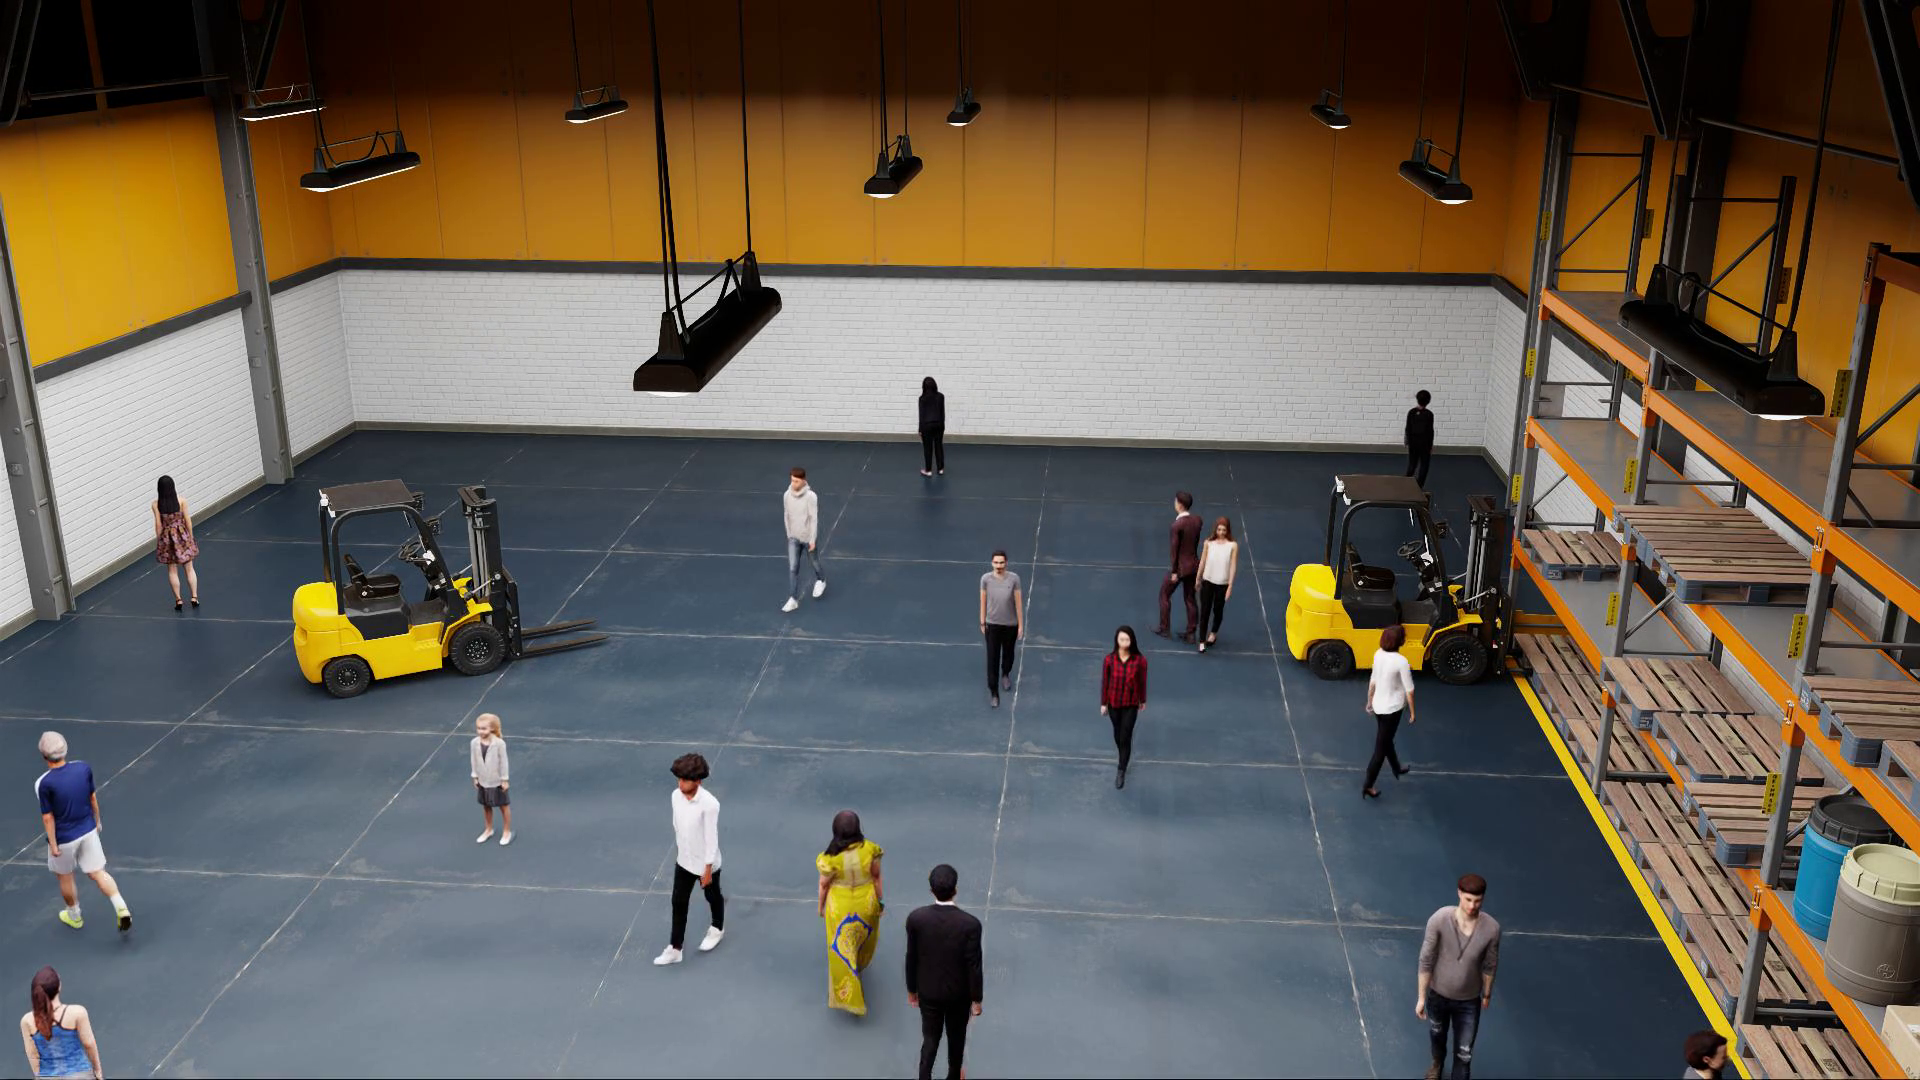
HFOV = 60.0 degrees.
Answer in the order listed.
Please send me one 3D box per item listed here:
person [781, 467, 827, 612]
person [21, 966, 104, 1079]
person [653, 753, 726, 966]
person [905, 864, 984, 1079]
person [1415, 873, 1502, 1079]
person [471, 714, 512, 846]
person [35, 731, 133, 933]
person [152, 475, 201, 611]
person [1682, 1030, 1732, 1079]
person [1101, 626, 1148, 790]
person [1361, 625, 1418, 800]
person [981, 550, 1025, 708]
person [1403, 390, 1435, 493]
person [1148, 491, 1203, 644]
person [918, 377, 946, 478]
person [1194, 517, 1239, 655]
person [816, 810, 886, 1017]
[{"bbox_3d":[-1.932,-0.049,21.164,0.913,1.814,1.312,7,20,21],"label":"person"},{"bbox_3d":[-5.838,3.541,10.847,0.743,1.596,0.951,-5,19,-14],"label":"person"},{"bbox_3d":[-2.073,2.540,13.531,0.910,1.779,1.091,10,21,27],"label":"person"},{"bbox_3d":[-0.132,3.164,11.547,0.793,1.864,1.013,5,19,13],"label":"person"},{"bbox_3d":[3.452,3.139,11.659,0.880,1.840,1.302,6,20,18],"label":"person"},{"bbox_3d":[-4.321,2.194,15.349,0.522,1.275,0.533,3,19,10],"label":"person"},{"bbox_3d":[-7.257,2.456,13.733,1.032,1.810,1.138,11,22,30],"label":"person"},{"bbox_3d":[-9.903,0.033,20.986,0.803,1.774,0.851,-11,22,-30],"label":"person"},{"bbox_3d":[4.410,3.730,10.018,0.709,1.767,0.525,5,19,15],"label":"person"},{"bbox_3d":[1.618,1.607,16.561,0.646,1.614,1.073,3,19,9],"label":"person"},{"bbox_3d":[4.054,1.695,16.061,1.027,1.766,1.038,-11,22,-30],"label":"person"},{"bbox_3d":[0.469,0.920,18.449,0.715,1.712,1.160,0,19,-1],"label":"person"},{"bbox_3d":[7.077,-1.473,25.637,0.830,1.660,0.870,16,24,39],"label":"person"},{"bbox_3d":[2.737,0.351,19.929,0.939,1.846,1.011,-12,22,-31],"label":"person"},{"bbox_3d":[-0.452,-1.831,26.771,0.773,1.613,0.810,-11,21,-29],"label":"person"},{"bbox_3d":[3.060,0.500,19.749,0.782,1.679,1.020,7,20,19],"label":"person"},{"bbox_3d":[-0.804,2.886,12.751,1.099,1.622,1.354,-8,20,-21],"label":"person"}]
